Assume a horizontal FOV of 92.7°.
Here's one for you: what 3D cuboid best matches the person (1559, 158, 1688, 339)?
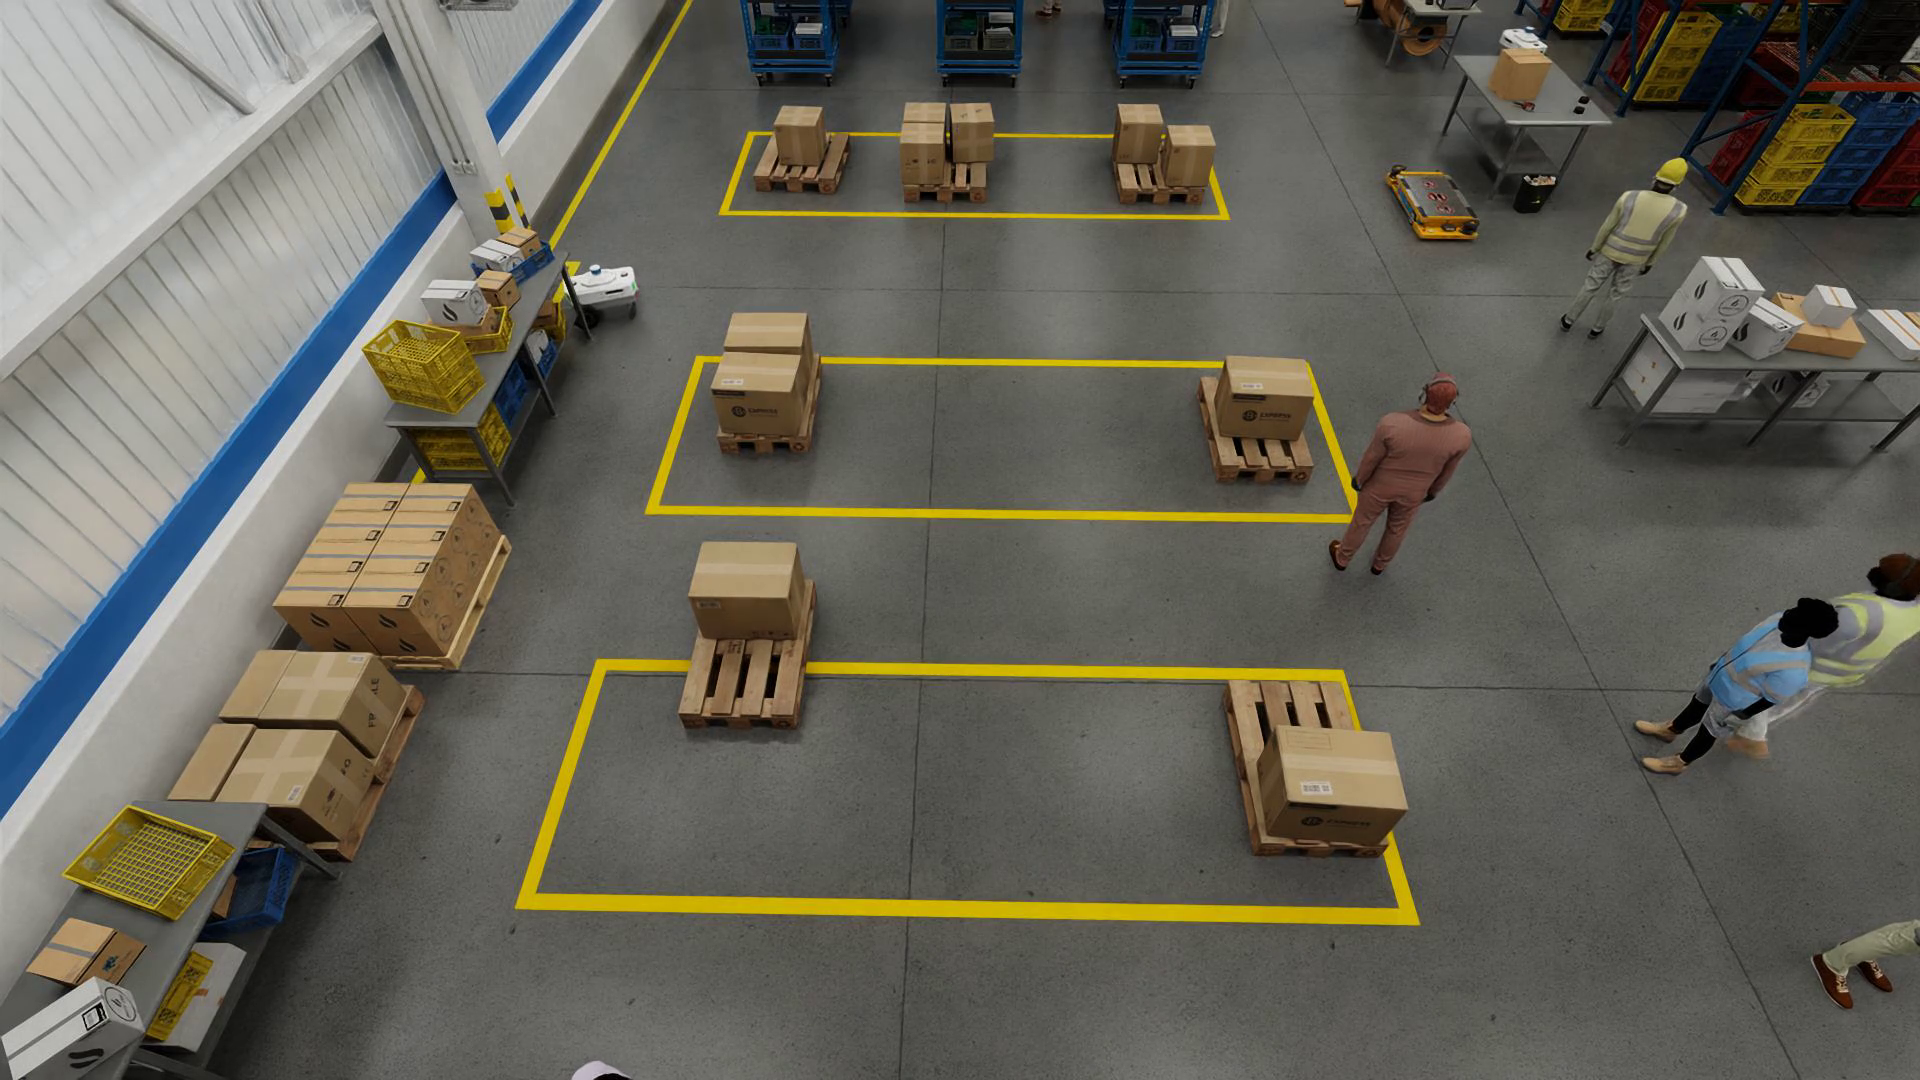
[{"bbox_3d":[6.474,-2.811,8.921,0.586,1.835,0.404,27,54,21],"label":"person"}]

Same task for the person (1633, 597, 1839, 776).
[{"bbox_3d":[4.865,0.934,5.769,0.317,1.695,0.540,15,51,12],"label":"person"}]

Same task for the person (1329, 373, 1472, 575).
[{"bbox_3d":[3.261,-0.451,6.832,0.643,1.908,0.411,9,50,8],"label":"person"}]

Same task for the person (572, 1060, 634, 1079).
[{"bbox_3d":[-1.379,2.719,4.084,0.391,1.913,0.587,-30,56,-24],"label":"person"}]

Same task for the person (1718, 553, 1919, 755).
[{"bbox_3d":[5.475,0.750,5.845,0.650,1.829,0.443,-4,49,-4],"label":"person"}]

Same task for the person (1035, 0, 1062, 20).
[{"bbox_3d":[1.466,-9.381,14.502,0.380,1.996,0.608,37,58,27],"label":"person"}]

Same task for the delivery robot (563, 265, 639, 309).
[{"bbox_3d":[-3.733,-2.632,9.547,0.707,0.478,0.477,-15,51,-13],"label":"delivery robot"}]

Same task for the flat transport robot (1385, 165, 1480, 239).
[{"bbox_3d":[5.692,-4.094,11.059,0.652,0.197,1.431,1,49,1],"label":"flat transport robot"}]

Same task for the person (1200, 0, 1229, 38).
[{"bbox_3d":[4.048,-8.687,14.141,0.314,1.632,0.518,-26,54,-21],"label":"person"}]

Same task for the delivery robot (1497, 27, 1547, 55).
[{"bbox_3d":[8.374,-7.371,13.649,0.477,0.478,0.707,-9,50,-8],"label":"delivery robot"}]

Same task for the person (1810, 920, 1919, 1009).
[{"bbox_3d":[5.277,1.976,4.755,0.532,1.870,0.319,-12,50,-11],"label":"person"}]
